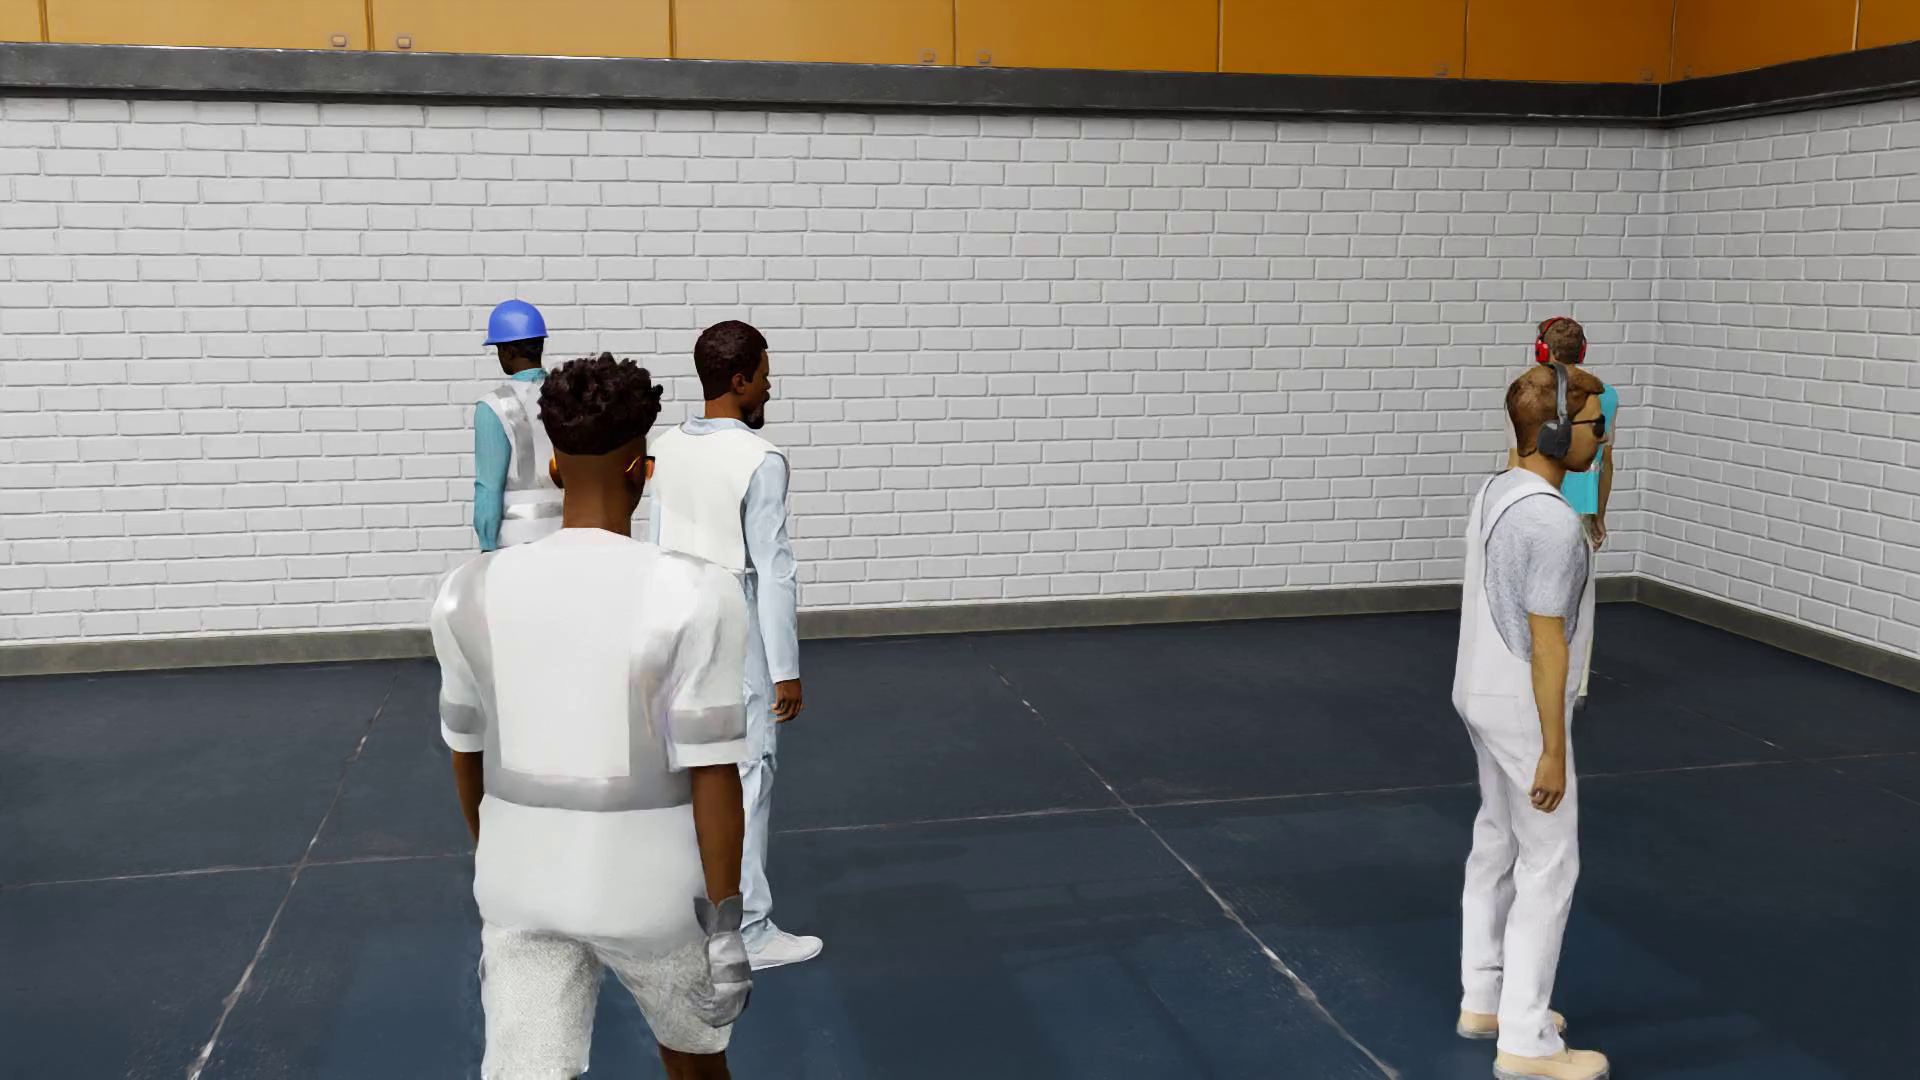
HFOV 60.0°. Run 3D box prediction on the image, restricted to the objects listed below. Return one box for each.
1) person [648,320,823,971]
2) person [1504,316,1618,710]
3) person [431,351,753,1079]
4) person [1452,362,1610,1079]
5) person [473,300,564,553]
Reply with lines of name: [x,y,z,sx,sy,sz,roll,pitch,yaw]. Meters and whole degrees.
person: [-0.693,0.317,4.919,0.600,1.917,0.377,9,13,44]
person: [2.763,-0.106,7.712,0.570,1.843,0.373,-3,10,-15]
person: [-0.646,0.613,3.124,0.631,1.909,0.998,2,9,10]
person: [1.466,0.466,4.275,0.376,1.839,0.540,0,9,-2]
person: [-1.778,-0.026,6.956,0.416,1.939,0.604,7,11,35]
